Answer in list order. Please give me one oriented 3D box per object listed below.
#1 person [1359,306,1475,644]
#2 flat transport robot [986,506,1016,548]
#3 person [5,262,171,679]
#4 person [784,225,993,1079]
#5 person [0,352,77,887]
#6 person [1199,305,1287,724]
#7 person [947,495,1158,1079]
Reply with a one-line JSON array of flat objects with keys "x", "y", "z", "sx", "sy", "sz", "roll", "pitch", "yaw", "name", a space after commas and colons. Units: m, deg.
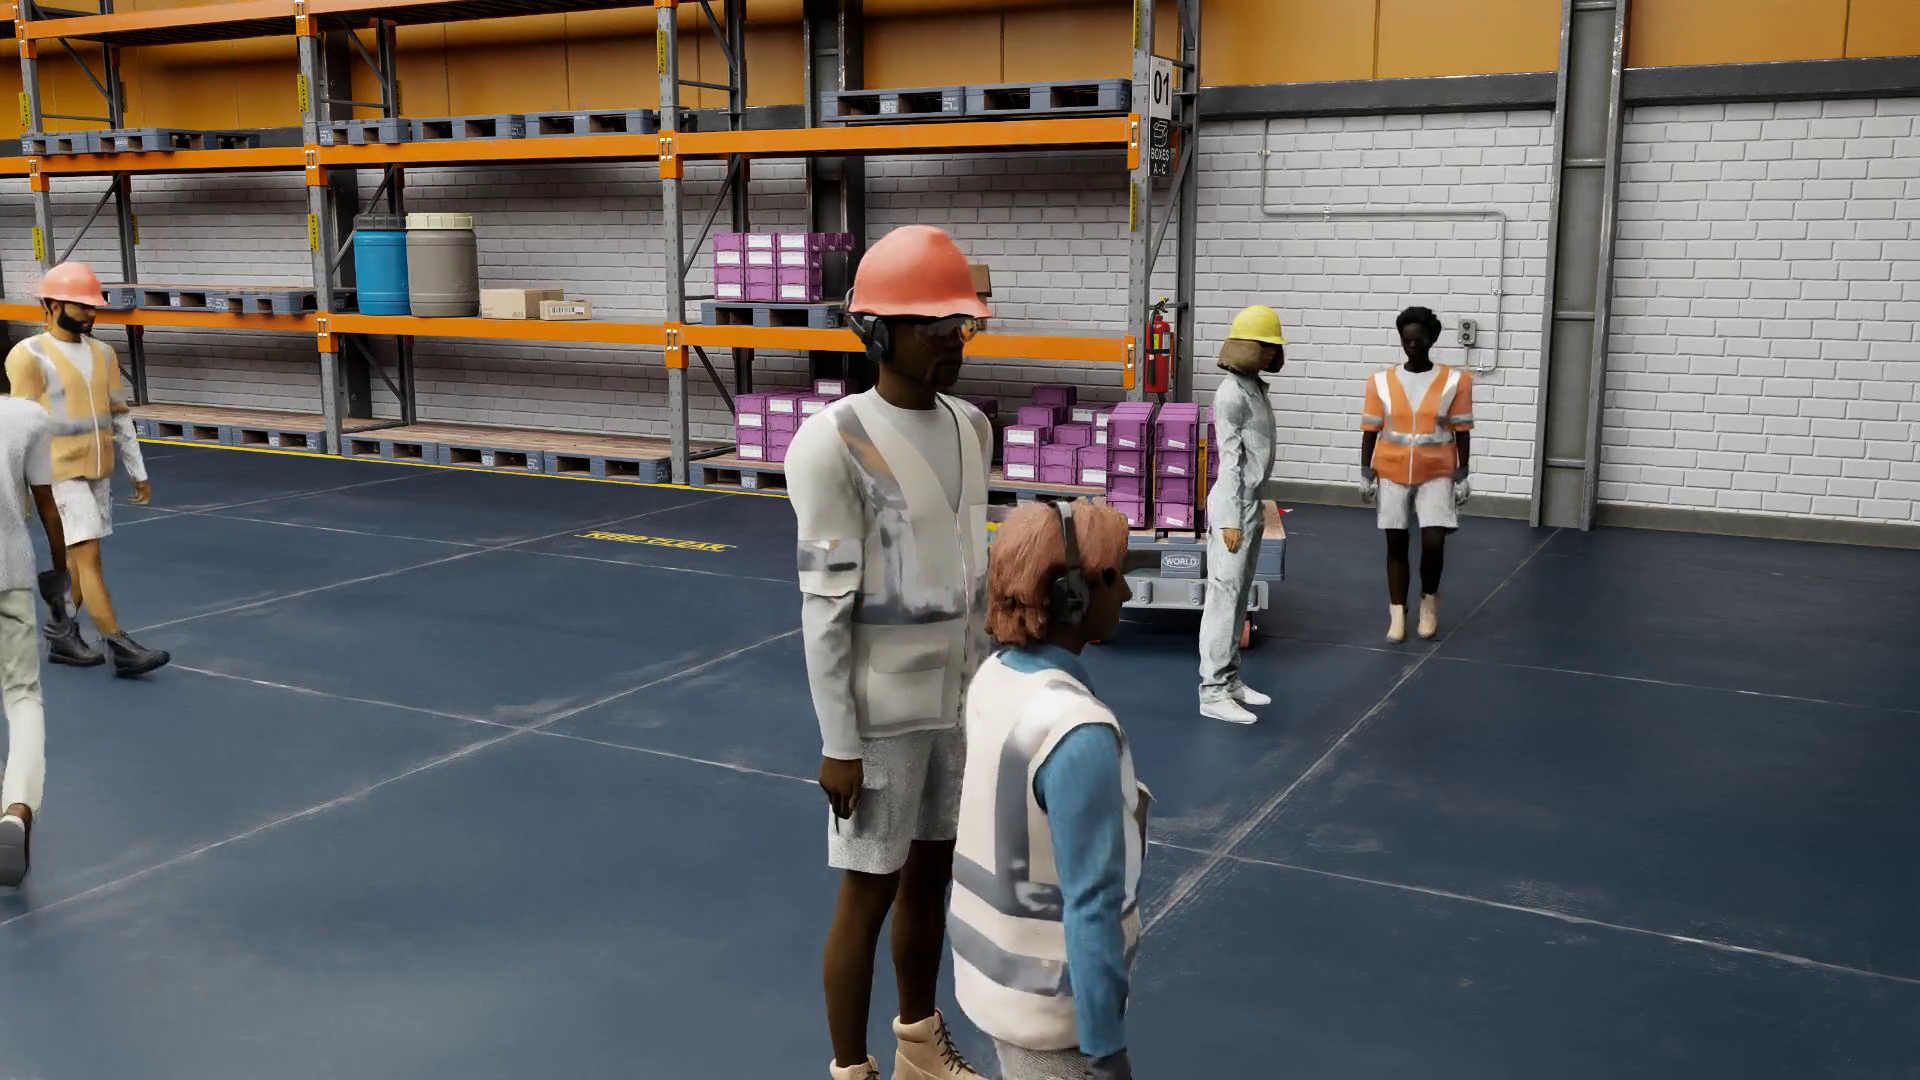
[{"x": 2.236, "y": -0.308, "z": 8.214, "sx": 0.554, "sy": 1.681, "sz": 0.371, "roll": 4, "pitch": 11, "yaw": 22, "name": "person"}, {"x": 0.138, "y": -0.088, "z": 10.909, "sx": 1.431, "sy": 0.197, "sz": 0.652, "roll": 5, "pitch": 12, "yaw": 26, "name": "flat transport robot"}, {"x": -3.997, "y": -0.317, "z": 7.681, "sx": 0.814, "sy": 1.899, "sz": 0.568, "roll": 3, "pitch": 11, "yaw": 17, "name": "person"}, {"x": -0.097, "y": 0.352, "z": 3.638, "sx": 0.370, "sy": 2.044, "sz": 0.608, "roll": 7, "pitch": 13, "yaw": 34, "name": "person"}, {"x": -3.089, "y": 0.162, "z": 5.255, "sx": 0.504, "sy": 1.843, "sz": 0.817, "roll": -5, "pitch": 12, "yaw": -26, "name": "person"}, {"x": 1.203, "y": -0.113, "z": 7.016, "sx": 0.321, "sy": 1.741, "sz": 0.489, "roll": 4, "pitch": 11, "yaw": 23, "name": "person"}, {"x": 0.086, "y": 0.736, "z": 2.668, "sx": 0.590, "sy": 1.621, "sz": 0.524, "roll": -2, "pitch": 11, "yaw": -11, "name": "person"}]
